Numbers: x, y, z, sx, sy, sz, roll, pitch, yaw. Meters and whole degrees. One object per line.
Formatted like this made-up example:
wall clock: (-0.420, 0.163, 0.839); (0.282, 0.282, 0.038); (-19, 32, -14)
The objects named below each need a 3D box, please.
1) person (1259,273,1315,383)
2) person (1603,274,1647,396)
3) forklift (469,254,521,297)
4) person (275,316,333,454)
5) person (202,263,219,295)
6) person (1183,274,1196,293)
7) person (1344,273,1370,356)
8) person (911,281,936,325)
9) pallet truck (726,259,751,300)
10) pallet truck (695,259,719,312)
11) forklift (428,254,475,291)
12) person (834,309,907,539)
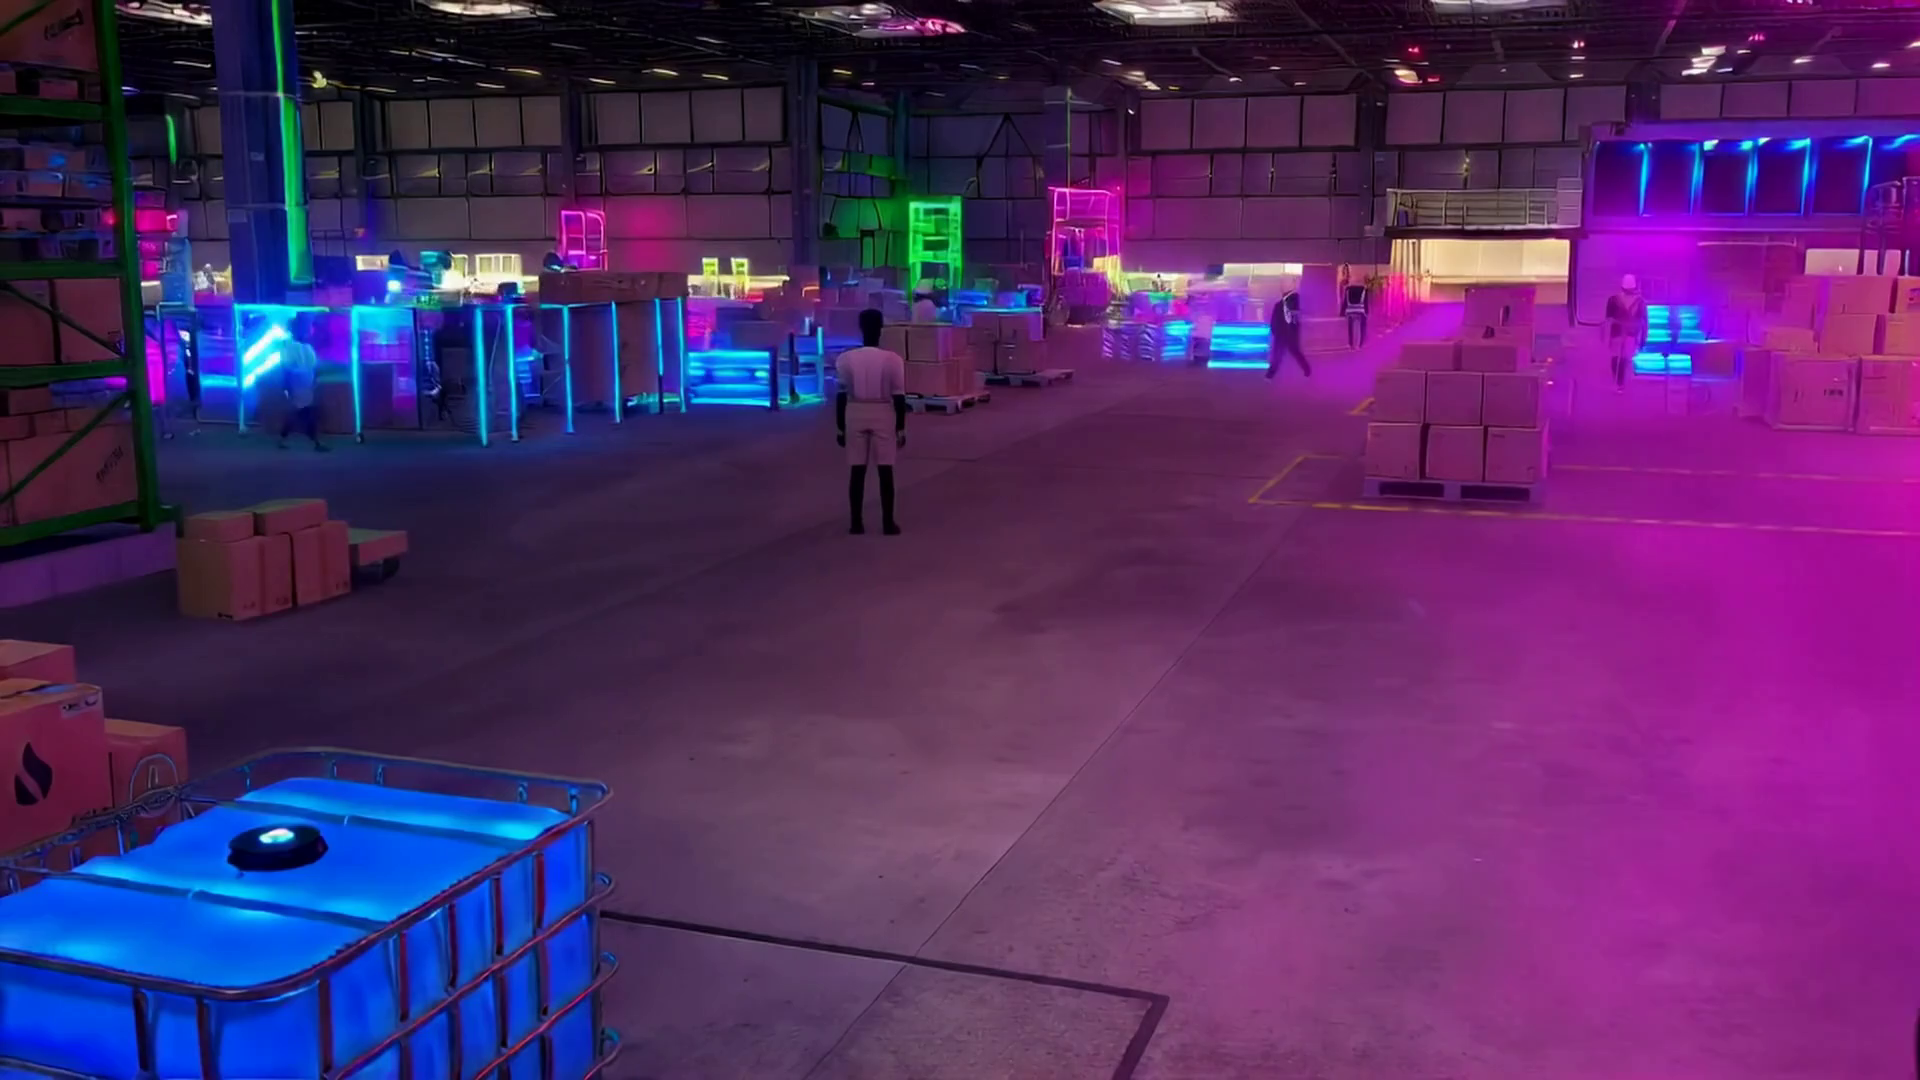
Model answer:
person: (5.976, -3.849, 30.115); (0.962, 2.000, 0.688); (-1, 10, -8)
person: (10.938, -3.354, 27.369); (0.647, 2.020, 0.719); (4, 11, 19)
forklift: (-17.990, -10.121, 64.684); (1.157, 1.987, 2.680); (3, 11, 17)
person: (-7.988, -1.870, 20.038); (0.844, 1.664, 0.537); (2, 10, 13)
person: (-29.229, -9.899, 64.855); (0.601, 1.789, 0.831); (-4, 11, -21)
person: (5.787, -5.891, 42.387); (0.489, 1.750, 0.554); (-6, 12, -32)
person: (9.000, -5.097, 37.640); (0.606, 1.859, 0.775); (5, 11, 26)
person: (-0.648, -3.443, 28.199); (0.442, 1.901, 0.628); (-6, 12, -29)
pallet truck: (-7.986, -9.493, 62.019); (0.823, 1.965, 1.885); (3, 11, 17)
pallet truck: (-9.165, -9.627, 62.776); (0.823, 1.965, 1.885); (4, 11, 23)
forklift: (-20.133, -10.254, 65.465); (1.157, 1.987, 2.680); (3, 11, 19)
person: (-0.755, -0.983, 14.184); (0.613, 1.963, 0.362); (1, 10, 7)
